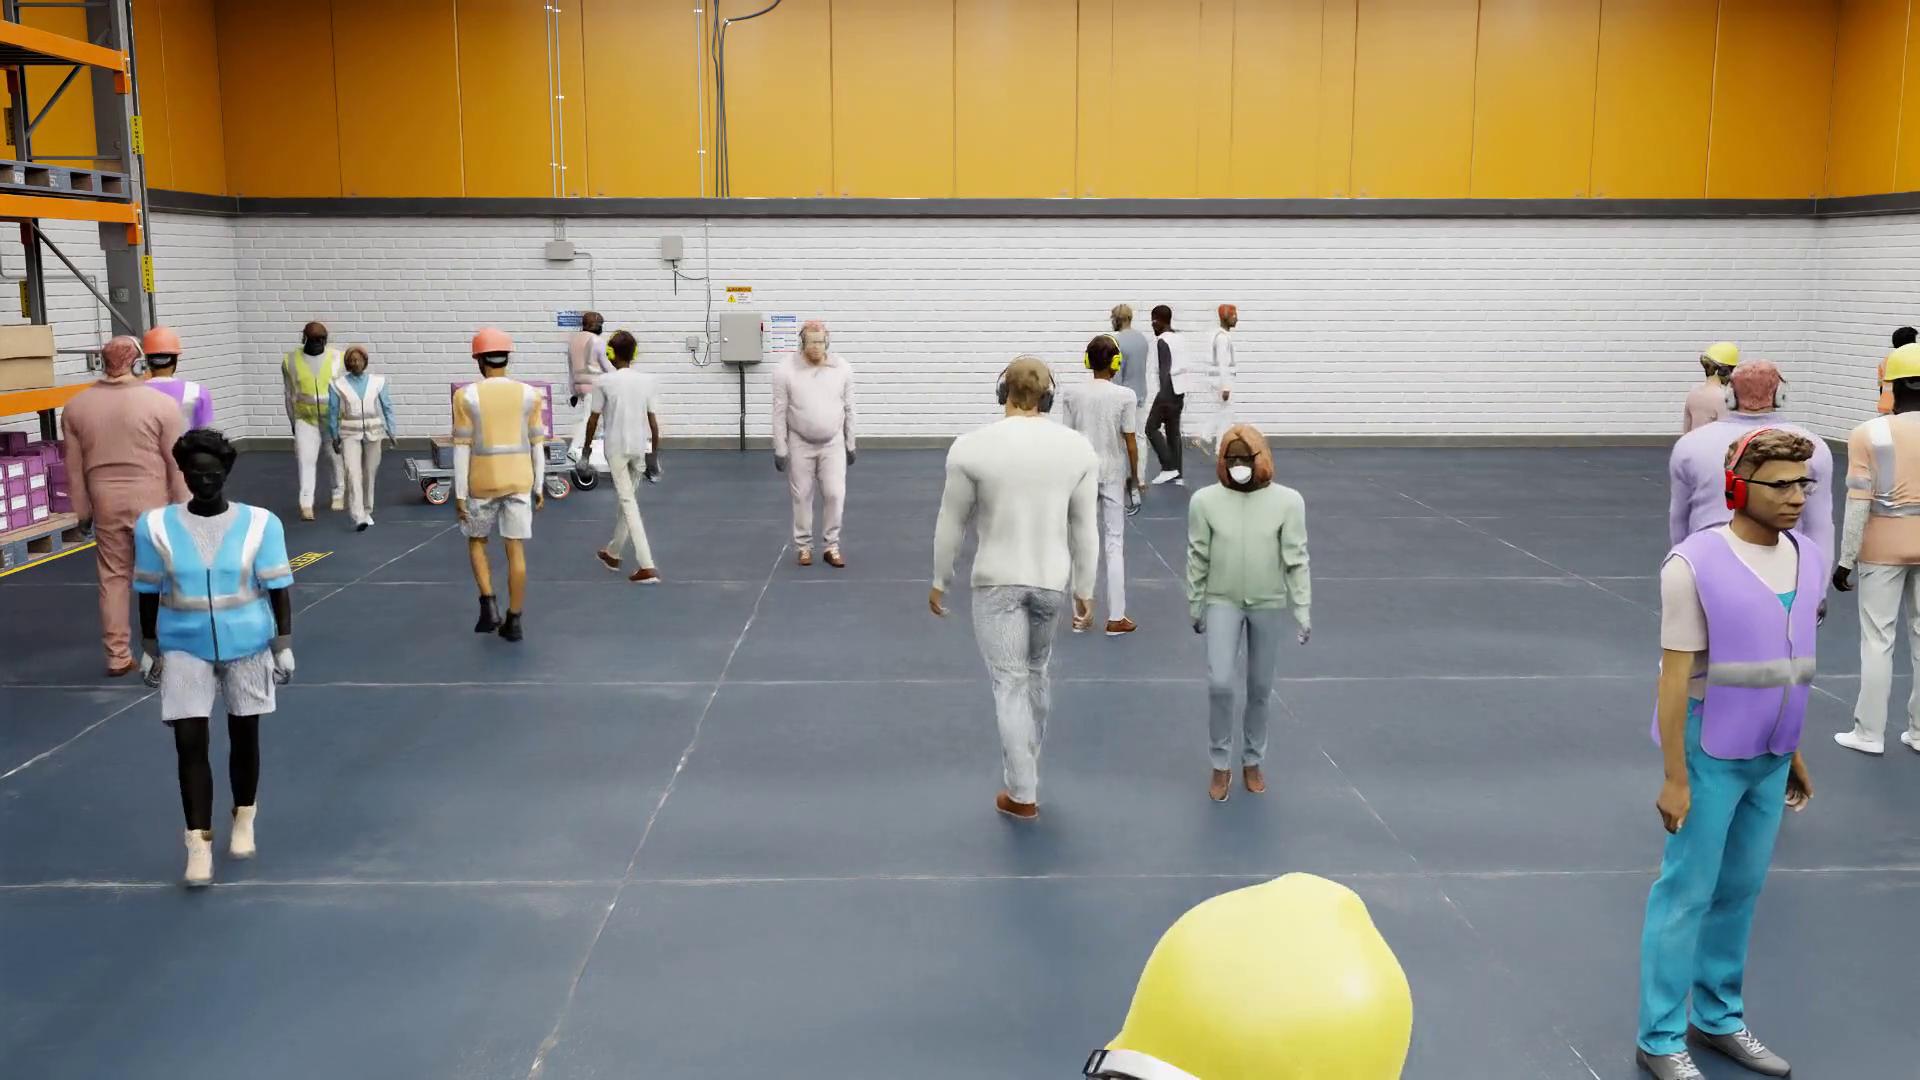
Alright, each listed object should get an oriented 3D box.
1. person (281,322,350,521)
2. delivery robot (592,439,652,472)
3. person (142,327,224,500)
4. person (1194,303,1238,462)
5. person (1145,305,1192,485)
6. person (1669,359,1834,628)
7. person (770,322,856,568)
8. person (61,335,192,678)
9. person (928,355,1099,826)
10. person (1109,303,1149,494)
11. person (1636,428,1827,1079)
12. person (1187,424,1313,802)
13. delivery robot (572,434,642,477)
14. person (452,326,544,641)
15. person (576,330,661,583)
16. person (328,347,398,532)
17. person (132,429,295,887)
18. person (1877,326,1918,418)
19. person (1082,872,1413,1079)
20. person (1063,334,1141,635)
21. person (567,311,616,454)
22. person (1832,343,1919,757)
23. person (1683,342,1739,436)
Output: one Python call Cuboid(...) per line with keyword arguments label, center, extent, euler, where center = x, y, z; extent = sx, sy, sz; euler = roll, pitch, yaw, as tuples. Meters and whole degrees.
Cuboid(label="person", center=(-5.881, -1.110, 15.302), extent=(0.618, 1.796, 0.911), euler=(-3, 10, -20))
Cuboid(label="delivery robot", center=(-3.635, -0.963, 17.875), extent=(0.707, 0.478, 0.477), euler=(8, 12, 40))
Cuboid(label="person", center=(-5.029, -0.407, 10.660), extent=(0.558, 1.890, 0.976), euler=(-2, 9, -13))
Cuboid(label="person", center=(3.078, -1.834, 19.481), extent=(0.454, 1.864, 0.599), euler=(1, 9, 3))
Cuboid(label="person", center=(2.170, -1.518, 17.474), extent=(0.498, 1.890, 0.621), euler=(4, 10, 25))
Cuboid(label="person", center=(3.391, 0.165, 7.194), extent=(0.658, 1.878, 0.613), euler=(4, 10, 25))
Cuboid(label="person", center=(-1.105, -0.712, 12.628), extent=(0.665, 1.872, 0.616), euler=(-2, 10, -14))
Cuboid(label="person", center=(-4.582, -0.183, 9.251), extent=(0.651, 1.904, 0.403), euler=(0, 9, -2))
Cuboid(label="person", center=(0.207, 0.185, 6.968), extent=(0.652, 1.907, 0.799), euler=(-3, 10, -18))
Cuboid(label="person", center=(1.636, -1.418, 16.769), extent=(0.619, 1.916, 0.642), euler=(9, 13, 43))
Cuboid(label="person", center=(2.126, 0.603, 4.607), extent=(0.566, 1.844, 0.381), euler=(-5, 10, -27))
Cuboid(label="person", center=(1.229, 0.318, 7.087), extent=(0.518, 1.610, 0.554), euler=(1, 9, 7))
Cuboid(label="delivery robot", center=(-3.653, -0.857, 17.224), extent=(0.707, 0.478, 0.477), euler=(-2, 10, -15))
Cuboid(label="person", center=(-2.807, -0.336, 10.149), extent=(0.559, 1.917, 0.450), euler=(-5, 10, -26))
Cuboid(label="person", center=(-2.494, -0.618, 12.180), extent=(0.538, 1.818, 0.971), euler=(-8, 12, -41))
Cuboid(label="person", center=(-5.181, -0.875, 14.450), extent=(0.527, 1.591, 0.873), euler=(-5, 11, -30))
Cuboid(label="person", center=(-2.752, 0.431, 6.164), extent=(0.557, 1.668, 0.709), euler=(-4, 10, -22))
Cuboid(label="person", center=(9.391, -1.286, 16.649), extent=(0.318, 1.698, 0.534), euler=(-1, 9, -7))
Cuboid(label="person", center=(0.196, 1.146, 1.456), extent=(0.604, 1.783, 0.832), euler=(2, 9, 12))
Cuboid(label="person", center=(0.873, -0.341, 10.342), extent=(0.535, 1.864, 0.309), euler=(4, 10, 24))
Cuboid(label="person", center=(-4.154, -1.669, 18.755), extent=(0.918, 1.803, 0.627), euler=(-9, 13, -42))
Cuboid(label="person", center=(4.377, 0.052, 7.750), extent=(0.594, 1.922, 0.385), euler=(0, 9, 1))
Cuboid(label="person", center=(5.219, -0.488, 11.556), extent=(0.320, 1.766, 0.523), euler=(-2, 9, -9))
